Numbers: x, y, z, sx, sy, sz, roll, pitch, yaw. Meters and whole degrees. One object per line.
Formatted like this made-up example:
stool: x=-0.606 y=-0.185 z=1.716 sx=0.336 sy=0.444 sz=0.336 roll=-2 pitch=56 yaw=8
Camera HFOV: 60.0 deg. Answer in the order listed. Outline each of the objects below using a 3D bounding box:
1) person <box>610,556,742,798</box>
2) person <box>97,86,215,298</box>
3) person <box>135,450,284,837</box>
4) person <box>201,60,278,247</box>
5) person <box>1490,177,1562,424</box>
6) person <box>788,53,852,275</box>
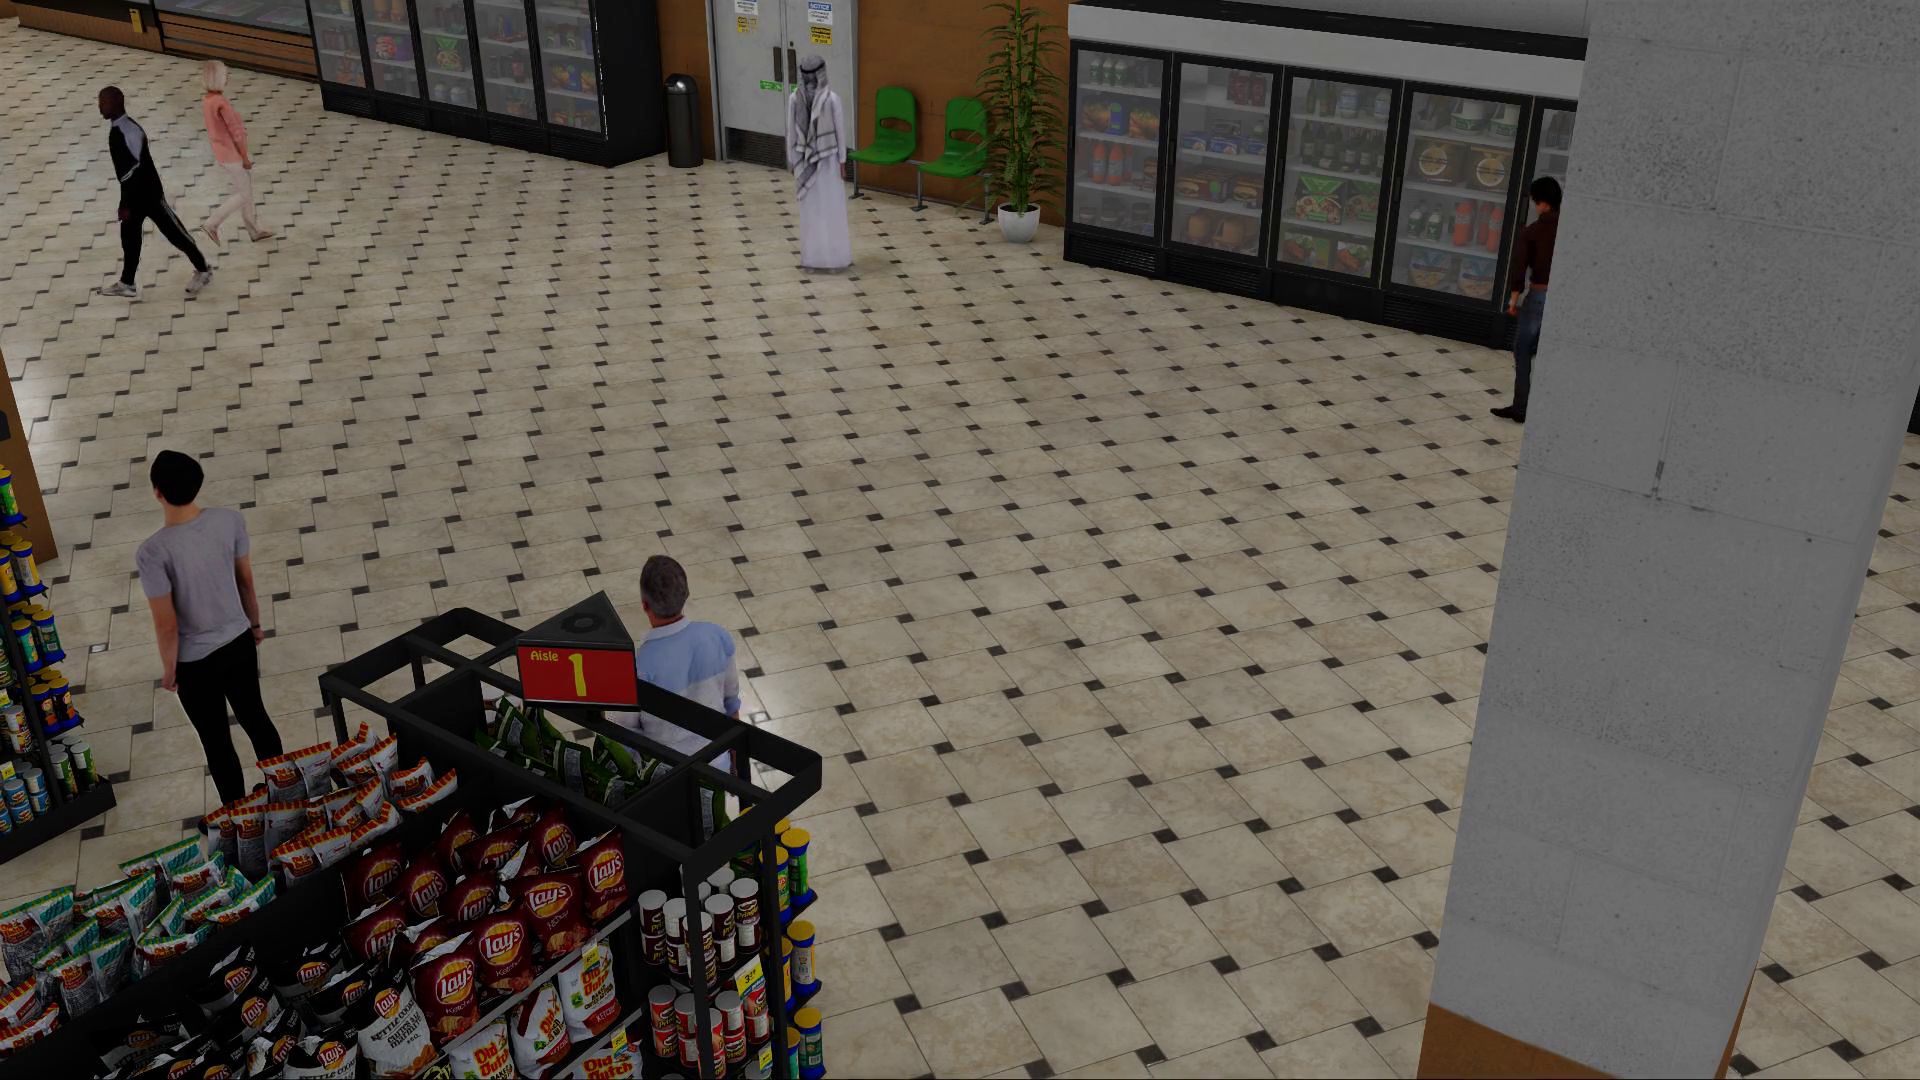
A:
person: x=-1.035 y=0.952 z=6.473 sx=1.179 sy=1.784 sz=0.930 roll=-22 pitch=34 yaw=-36
person: x=-6.852 y=-2.955 z=14.176 sx=1.250 sy=1.785 sz=0.875 roll=-23 pitch=35 yaw=-38
person: x=-3.283 y=0.478 z=7.319 sx=0.738 sy=1.863 sz=0.514 roll=14 pitch=30 yaw=26
person: x=-6.841 y=-3.558 z=15.449 sx=0.988 sy=1.710 sz=0.716 roll=-24 pitch=35 yaw=-39
person: x=4.190 y=-1.646 z=11.637 sx=0.815 sy=1.748 sz=0.732 roll=12 pitch=29 yaw=22
person: x=-1.261 y=-3.332 z=14.765 sx=0.785 sy=1.925 sz=0.765 roll=5 pitch=27 yaw=10
